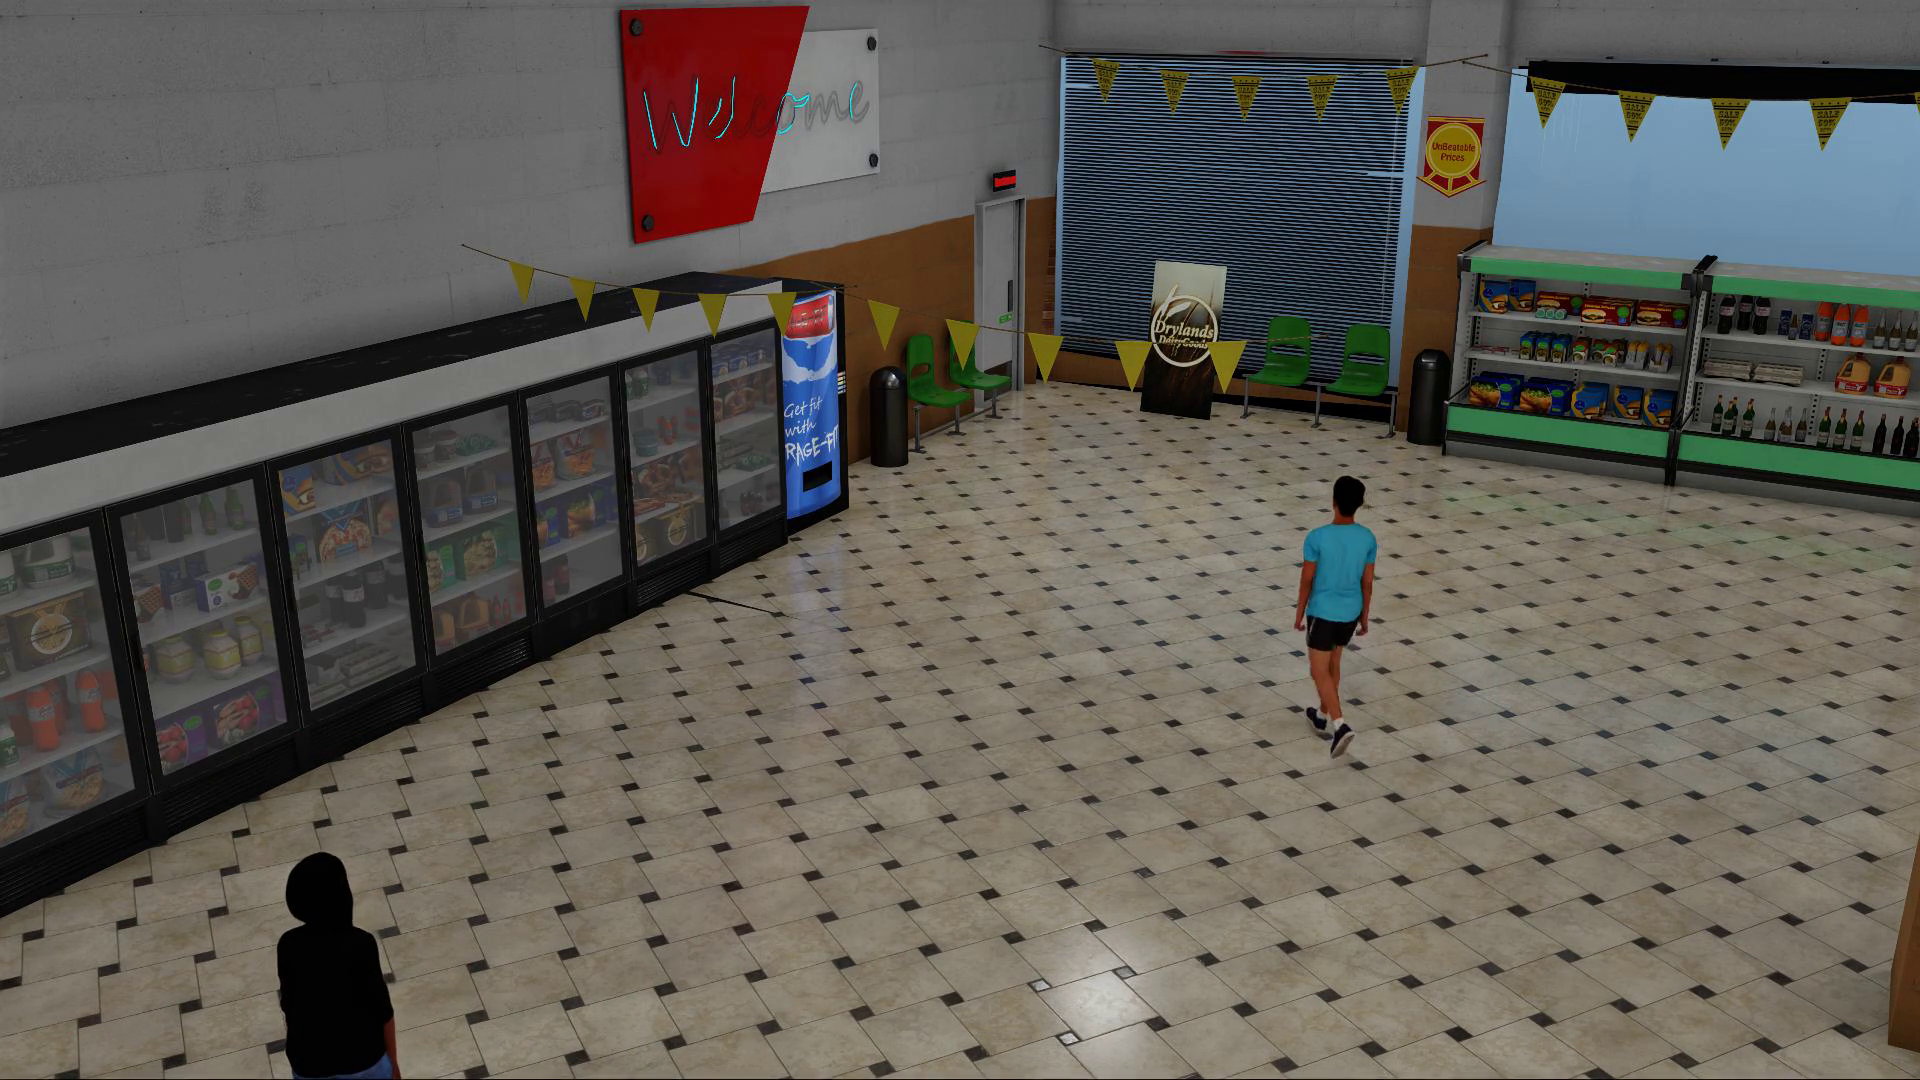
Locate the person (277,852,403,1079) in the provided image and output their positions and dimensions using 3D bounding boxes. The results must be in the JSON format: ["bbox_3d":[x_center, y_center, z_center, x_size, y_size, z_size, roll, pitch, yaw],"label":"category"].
[{"bbox_3d":[-2.290,1.943,6.162,0.624,1.695,0.709,0,19,-1],"label":"person"}]

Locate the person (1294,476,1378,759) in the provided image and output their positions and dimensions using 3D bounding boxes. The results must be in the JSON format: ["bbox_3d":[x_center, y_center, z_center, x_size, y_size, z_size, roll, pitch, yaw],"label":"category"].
[{"bbox_3d":[2.352,0.503,10.344,1.085,1.751,1.094,-3,19,-8],"label":"person"}]
